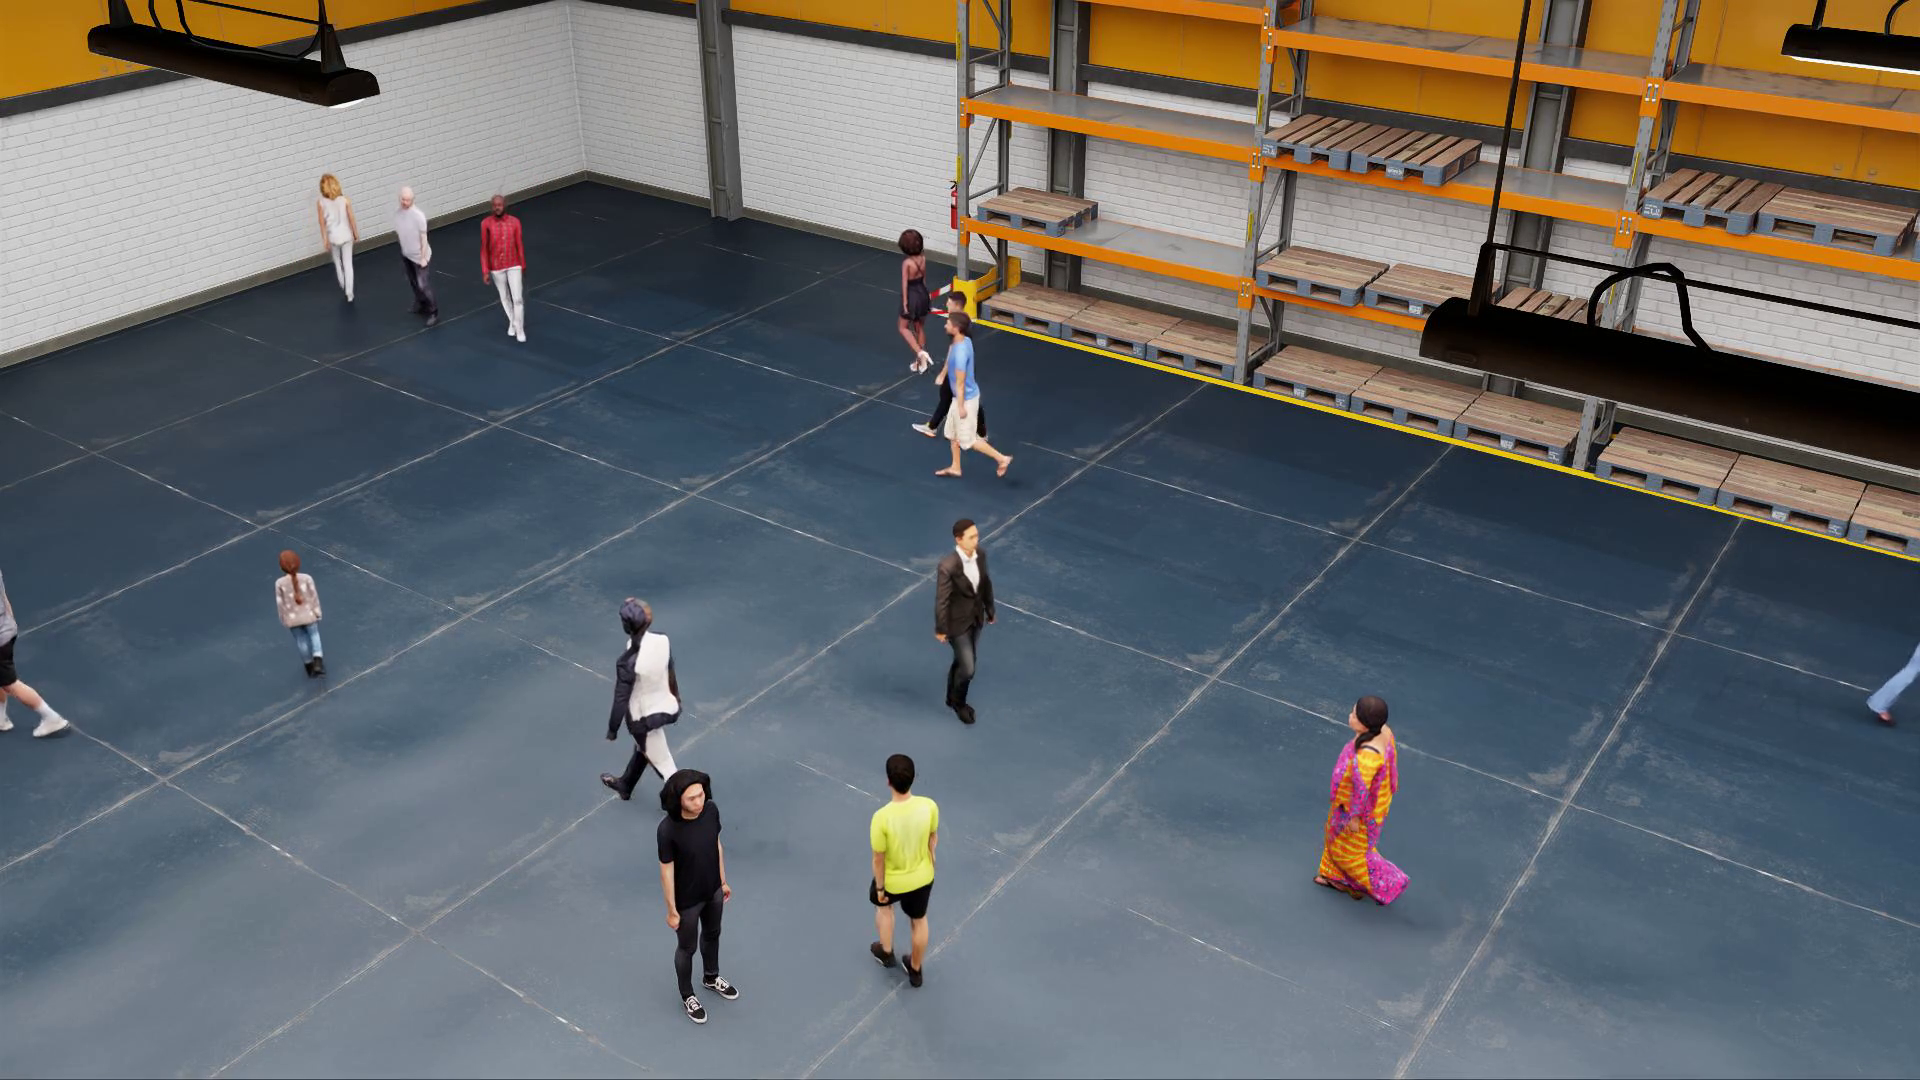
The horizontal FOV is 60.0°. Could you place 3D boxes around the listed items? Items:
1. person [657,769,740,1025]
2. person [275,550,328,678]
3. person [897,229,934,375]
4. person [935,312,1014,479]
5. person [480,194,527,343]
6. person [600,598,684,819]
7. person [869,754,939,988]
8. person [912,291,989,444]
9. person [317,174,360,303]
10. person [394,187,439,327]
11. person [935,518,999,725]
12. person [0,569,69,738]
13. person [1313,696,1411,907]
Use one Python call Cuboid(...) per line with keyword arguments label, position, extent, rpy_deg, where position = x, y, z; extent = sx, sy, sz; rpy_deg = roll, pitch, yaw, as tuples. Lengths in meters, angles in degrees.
Cuboid(label="person", position=(-1.653, 2.172, 10.395), extent=(0.557, 1.835, 0.662), rpy_deg=(23, 36, 36))
Cuboid(label="person", position=(-5.502, 0.641, 13.878), extent=(0.586, 1.187, 0.644), rpy_deg=(-13, 31, -22))
Cuboid(label="person", position=(-0.461, -2.747, 19.472), extent=(0.768, 1.779, 0.623), rpy_deg=(25, 37, 38))
Cuboid(label="person", position=(0.129, -1.437, 17.013), extent=(1.162, 1.834, 0.971), rpy_deg=(3, 29, 6))
Cuboid(label="person", position=(-5.662, -3.430, 20.700), extent=(0.959, 1.801, 1.010), rpy_deg=(-3, 29, -6))
Cuboid(label="person", position=(-2.160, 1.315, 11.961), extent=(1.220, 1.840, 0.844), rpy_deg=(13, 31, 22))
Cuboid(label="person", position=(-0.317, 2.151, 10.584), extent=(0.793, 1.691, 0.849), rpy_deg=(-9, 30, -15))
Cuboid(label="person", position=(0.099, -1.800, 17.794), extent=(1.144, 1.723, 1.033), rpy_deg=(-2, 29, -4))
Cuboid(label="person", position=(-8.138, -3.934, 21.788), extent=(0.891, 1.645, 0.970), rpy_deg=(-6, 29, -11))
Cuboid(label="person", position=(-6.861, -3.611, 21.032), extent=(0.921, 1.800, 0.565), rpy_deg=(-22, 36, -35))
Cuboid(label="person", position=(-0.045, 0.607, 13.310), extent=(0.660, 1.790, 0.722), rpy_deg=(22, 35, 34))
Cuboid(label="person", position=(-7.452, 0.755, 12.969), extent=(1.131, 1.857, 1.034), rpy_deg=(-2, 29, -4))
Cuboid(label="person", position=(2.783, 1.780, 11.287), extent=(0.943, 1.669, 0.743), rpy_deg=(12, 31, 21))
